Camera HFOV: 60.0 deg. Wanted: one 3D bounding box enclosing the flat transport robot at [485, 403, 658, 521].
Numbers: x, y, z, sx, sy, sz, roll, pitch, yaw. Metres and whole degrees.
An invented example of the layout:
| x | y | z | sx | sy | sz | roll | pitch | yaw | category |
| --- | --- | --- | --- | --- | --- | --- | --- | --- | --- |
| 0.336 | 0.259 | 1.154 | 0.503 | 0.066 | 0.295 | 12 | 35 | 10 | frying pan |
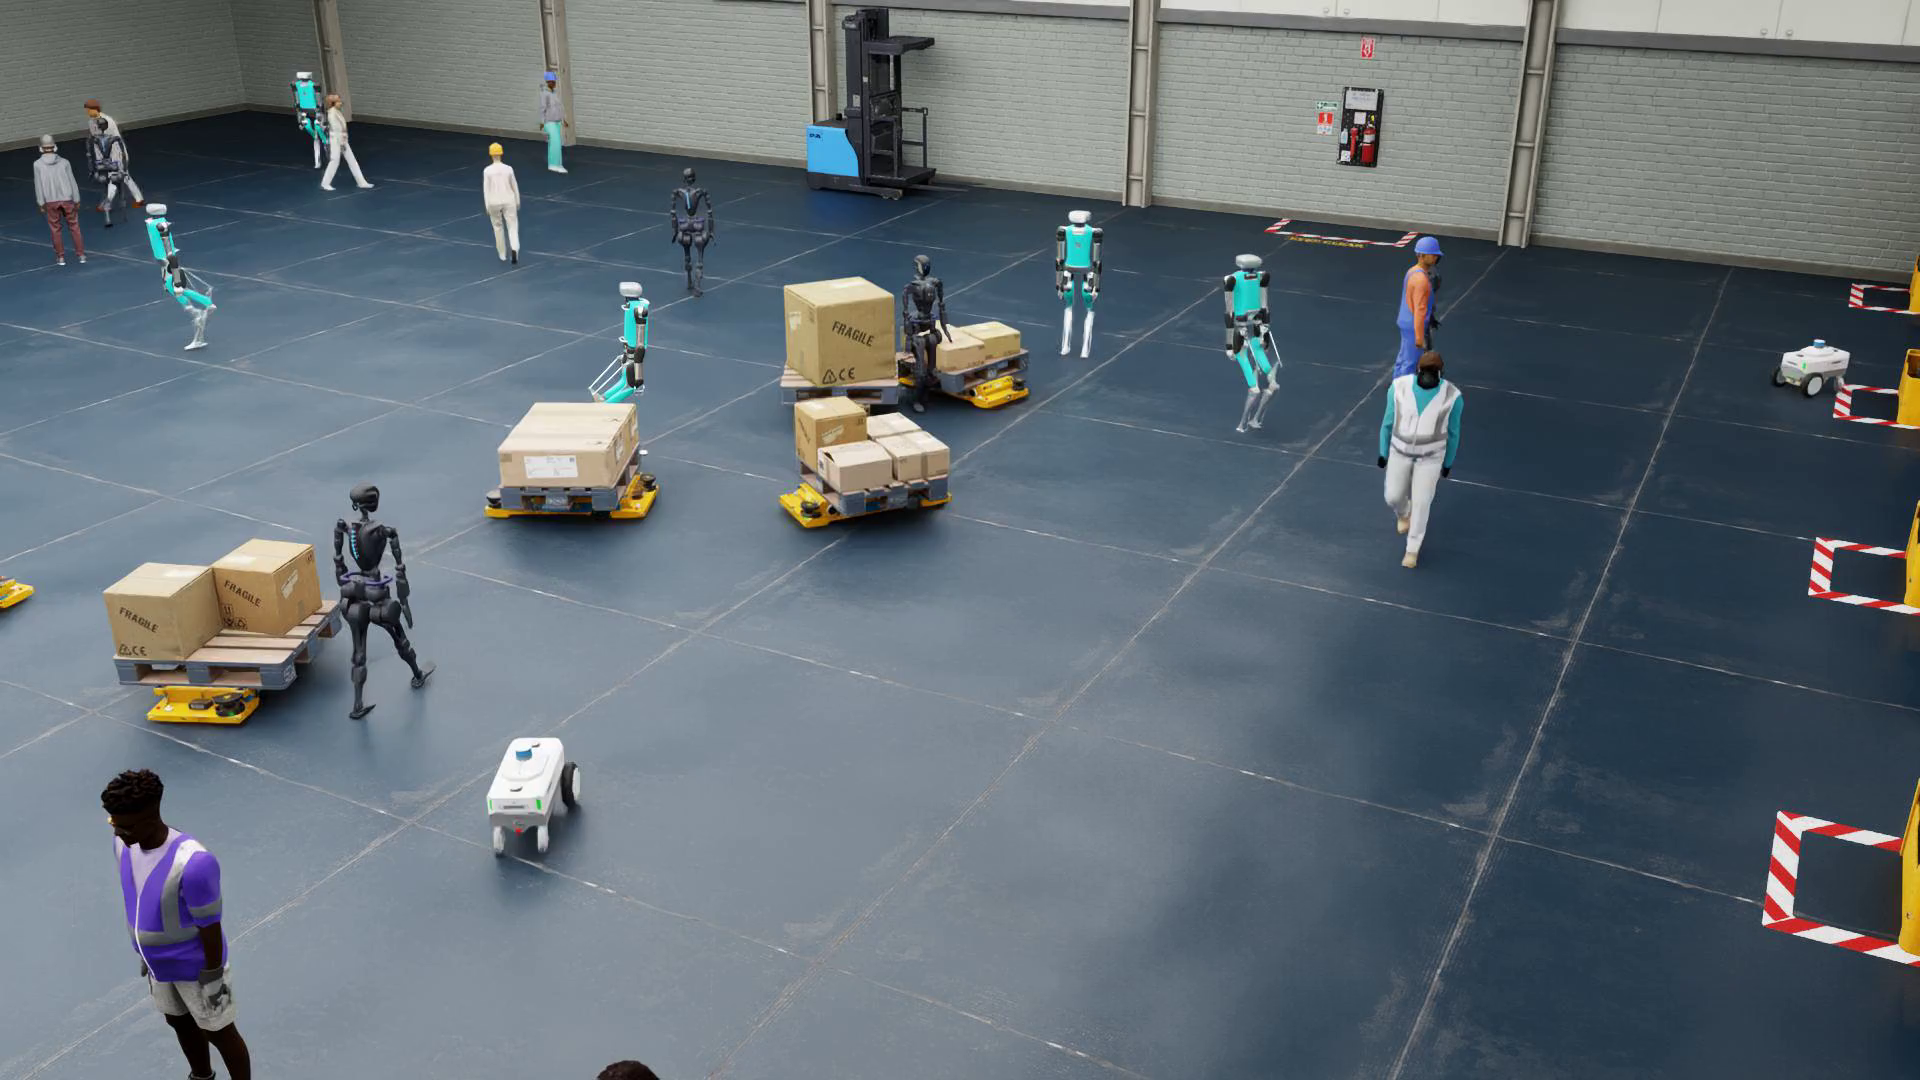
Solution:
| x | y | z | sx | sy | sz | roll | pitch | yaw | category |
| --- | --- | --- | --- | --- | --- | --- | --- | --- | --- |
| -3.517 | -0.408 | 15.112 | 1.431 | 0.231 | 0.659 | 0 | 23 | 1 | flat transport robot |

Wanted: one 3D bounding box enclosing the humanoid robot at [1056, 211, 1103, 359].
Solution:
| x | y | z | sx | sy | sz | roll | pitch | yaw | category |
| --- | --- | --- | --- | --- | --- | --- | --- | --- | --- |
| 1.385 | -2.981 | 19.173 | 0.537 | 1.730 | 0.713 | 4 | 24 | 10 | humanoid robot |

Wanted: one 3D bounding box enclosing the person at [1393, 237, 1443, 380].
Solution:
| x | y | z | sx | sy | sz | roll | pitch | yaw | category |
| --- | --- | --- | --- | --- | --- | --- | --- | --- | --- |
| 4.705 | -2.187 | 17.181 | 0.371 | 1.906 | 0.515 | 1 | 23 | 3 | person |

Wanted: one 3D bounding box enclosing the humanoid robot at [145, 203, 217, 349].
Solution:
| x | y | z | sx | sy | sz | roll | pitch | yaw | category |
| --- | --- | --- | --- | --- | --- | --- | --- | --- | --- |
| -9.028 | -3.008 | 19.451 | 0.706 | 1.910 | 0.548 | -19 | 30 | -37 | humanoid robot |

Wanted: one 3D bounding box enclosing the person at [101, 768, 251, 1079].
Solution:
| x | y | z | sx | sy | sz | roll | pitch | yaw | category |
| --- | --- | --- | --- | --- | --- | --- | --- | --- | --- |
| -3.568 | 1.901 | 7.605 | 0.596 | 1.959 | 0.369 | 12 | 26 | 26 | person |

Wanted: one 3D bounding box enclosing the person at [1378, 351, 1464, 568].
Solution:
| x | y | z | sx | sy | sz | roll | pitch | yaw | category |
| --- | --- | --- | --- | --- | --- | --- | --- | --- | --- |
| 3.820 | -0.720 | 13.867 | 0.636 | 1.824 | 0.646 | 11 | 25 | 23 | person |

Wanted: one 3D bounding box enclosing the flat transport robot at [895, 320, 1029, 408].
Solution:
| x | y | z | sx | sy | sz | roll | pitch | yaw | category |
| --- | --- | --- | --- | --- | --- | --- | --- | --- | --- |
| 0.003 | -1.746 | 18.227 | 1.431 | 0.231 | 0.659 | 21 | 31 | 40 | flat transport robot |

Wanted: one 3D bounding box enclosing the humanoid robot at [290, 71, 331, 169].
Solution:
| x | y | z | sx | sy | sz | roll | pitch | yaw | category |
| --- | --- | --- | --- | --- | --- | --- | --- | --- | --- |
| -11.523 | -7.488 | 29.838 | 0.553 | 1.867 | 0.845 | 1 | 23 | 3 | humanoid robot |

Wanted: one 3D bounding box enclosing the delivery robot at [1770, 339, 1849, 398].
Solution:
| x | y | z | sx | sy | sz | roll | pitch | yaw | category |
| --- | --- | --- | --- | --- | --- | --- | --- | --- | --- |
| 9.325 | -1.883 | 18.200 | 0.779 | 0.608 | 0.507 | -10 | 25 | -21 | delivery robot |

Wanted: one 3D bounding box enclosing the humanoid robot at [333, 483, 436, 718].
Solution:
| x | y | z | sx | sy | sz | roll | pitch | yaw | category |
| --- | --- | --- | --- | --- | --- | --- | --- | --- | --- |
| -4.077 | 0.372 | 11.559 | 0.593 | 1.623 | 0.756 | 6 | 24 | 15 | humanoid robot |

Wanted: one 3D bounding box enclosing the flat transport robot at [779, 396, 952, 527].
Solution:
| x | y | z | sx | sy | sz | roll | pitch | yaw | category |
| --- | --- | --- | --- | --- | --- | --- | --- | --- | --- |
| -0.837 | -0.399 | 15.092 | 1.431 | 0.231 | 0.659 | -11 | 26 | -24 | flat transport robot |

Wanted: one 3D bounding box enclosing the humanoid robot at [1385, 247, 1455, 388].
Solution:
| x | y | z | sx | sy | sz | roll | pitch | yaw | category |
| --- | --- | --- | --- | --- | --- | --- | --- | --- | --- |
| 5.034 | -2.380 | 17.952 | 0.721 | 1.625 | 0.600 | 14 | 27 | 29 | humanoid robot |

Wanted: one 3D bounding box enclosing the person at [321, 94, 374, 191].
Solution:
| x | y | z | sx | sy | sz | roll | pitch | yaw | category |
| --- | --- | --- | --- | --- | --- | --- | --- | --- | --- |
| -10.501 | -6.725 | 28.129 | 0.820 | 1.599 | 0.521 | -2 | 23 | -4 | person |

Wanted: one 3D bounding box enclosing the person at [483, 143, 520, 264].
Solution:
| x | y | z | sx | sy | sz | roll | pitch | yaw | category |
| --- | --- | --- | --- | --- | --- | --- | --- | --- | --- |
| -6.421 | -4.710 | 23.351 | 0.472 | 1.671 | 0.695 | -7 | 24 | -16 | person |

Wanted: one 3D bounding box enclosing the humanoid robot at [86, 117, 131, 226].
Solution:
| x | y | z | sx | sy | sz | roll | pitch | yaw | category |
| --- | --- | --- | --- | --- | --- | --- | --- | --- | --- |
| -13.146 | -5.676 | 25.632 | 0.612 | 1.648 | 0.583 | -7 | 24 | -15 | humanoid robot |

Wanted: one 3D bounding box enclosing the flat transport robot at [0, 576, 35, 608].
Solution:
| x | y | z | sx | sy | sz | roll | pitch | yaw | category |
| --- | --- | --- | --- | --- | --- | --- | --- | --- | --- |
| -7.999 | 0.571 | 12.833 | 0.659 | 0.231 | 1.431 | 9 | 25 | 20 | flat transport robot |

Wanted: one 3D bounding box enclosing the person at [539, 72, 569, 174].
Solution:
| x | y | z | sx | sy | sz | roll | pitch | yaw | category |
| --- | --- | --- | --- | --- | --- | --- | --- | --- | --- |
| -7.142 | -7.390 | 29.469 | 0.650 | 1.752 | 0.580 | 8 | 25 | 18 | person |

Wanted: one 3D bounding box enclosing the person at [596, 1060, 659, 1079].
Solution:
| x | y | z | sx | sy | sz | roll | pitch | yaw | category |
| --- | --- | --- | --- | --- | --- | --- | --- | --- | --- |
| -1.169 | 2.641 | 5.927 | 0.390 | 1.918 | 0.589 | -2 | 23 | -5 | person |

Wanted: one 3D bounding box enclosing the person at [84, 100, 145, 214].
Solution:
| x | y | z | sx | sy | sz | roll | pitch | yaw | category |
| --- | --- | --- | --- | --- | --- | --- | --- | --- | --- |
| -13.573 | -6.125 | 26.523 | 0.512 | 1.763 | 1.019 | 12 | 26 | 26 | person |

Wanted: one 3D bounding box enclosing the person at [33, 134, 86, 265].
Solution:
| x | y | z | sx | sy | sz | roll | pitch | yaw | category |
| --- | --- | --- | --- | --- | --- | --- | --- | --- | --- |
| -12.655 | -4.781 | 23.348 | 0.549 | 1.806 | 0.380 | -13 | 27 | -28 | person |

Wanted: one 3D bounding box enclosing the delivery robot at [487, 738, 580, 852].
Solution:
| x | y | z | sx | sy | sz | roll | pitch | yaw | category |
| --- | --- | --- | --- | --- | --- | --- | --- | --- | --- |
| -2.661 | 1.530 | 10.263 | 0.499 | 0.614 | 0.812 | -1 | 23 | -1 | delivery robot |

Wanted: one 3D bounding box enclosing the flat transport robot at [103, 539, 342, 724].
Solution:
| x | y | z | sx | sy | sz | roll | pitch | yaw | category |
| --- | --- | --- | --- | --- | --- | --- | --- | --- | --- |
| -5.228 | 0.910 | 12.045 | 0.659 | 0.231 | 1.431 | 1 | 23 | 3 | flat transport robot |

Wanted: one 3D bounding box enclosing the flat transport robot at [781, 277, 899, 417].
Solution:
| x | y | z | sx | sy | sz | roll | pitch | yaw | category |
| --- | --- | --- | --- | --- | --- | --- | --- | --- | --- |
| -1.253 | -1.502 | 17.660 | 0.659 | 0.231 | 1.431 | -1 | 23 | -1 | flat transport robot |

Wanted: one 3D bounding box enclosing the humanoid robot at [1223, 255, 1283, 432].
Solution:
| x | y | z | sx | sy | sz | roll | pitch | yaw | category |
| --- | --- | --- | --- | --- | --- | --- | --- | --- | --- |
| 3.020 | -1.945 | 16.879 | 0.540 | 1.793 | 0.797 | -11 | 26 | -24 | humanoid robot |

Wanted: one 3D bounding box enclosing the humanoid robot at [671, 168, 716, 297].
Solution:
| x | y | z | sx | sy | sz | roll | pitch | yaw | category |
| --- | --- | --- | --- | --- | --- | --- | --- | --- | --- |
| -3.508 | -4.080 | 21.894 | 0.595 | 1.636 | 0.656 | 1 | 23 | 3 | humanoid robot |

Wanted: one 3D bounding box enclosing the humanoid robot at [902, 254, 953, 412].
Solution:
| x | y | z | sx | sy | sz | roll | pitch | yaw | category |
| --- | --- | --- | --- | --- | --- | --- | --- | --- | --- |
| -0.357 | -2.173 | 17.434 | 0.586 | 1.656 | 0.342 | -18 | 29 | -36 | humanoid robot |

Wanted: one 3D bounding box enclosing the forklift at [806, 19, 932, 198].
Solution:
| x | y | z | sx | sy | sz | roll | pitch | yaw | category |
| --- | --- | --- | --- | --- | --- | --- | --- | --- | --- |
| -1.573 | -7.292 | 27.850 | 1.873 | 2.768 | 1.129 | 12 | 26 | 25 | forklift |

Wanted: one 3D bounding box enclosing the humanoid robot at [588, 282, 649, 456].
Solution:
| x | y | z | sx | sy | sz | roll | pitch | yaw | category |
| --- | --- | --- | --- | --- | --- | --- | --- | --- | --- |
| -3.296 | -1.617 | 15.905 | 0.735 | 1.672 | 0.533 | -8 | 25 | -19 | humanoid robot |
